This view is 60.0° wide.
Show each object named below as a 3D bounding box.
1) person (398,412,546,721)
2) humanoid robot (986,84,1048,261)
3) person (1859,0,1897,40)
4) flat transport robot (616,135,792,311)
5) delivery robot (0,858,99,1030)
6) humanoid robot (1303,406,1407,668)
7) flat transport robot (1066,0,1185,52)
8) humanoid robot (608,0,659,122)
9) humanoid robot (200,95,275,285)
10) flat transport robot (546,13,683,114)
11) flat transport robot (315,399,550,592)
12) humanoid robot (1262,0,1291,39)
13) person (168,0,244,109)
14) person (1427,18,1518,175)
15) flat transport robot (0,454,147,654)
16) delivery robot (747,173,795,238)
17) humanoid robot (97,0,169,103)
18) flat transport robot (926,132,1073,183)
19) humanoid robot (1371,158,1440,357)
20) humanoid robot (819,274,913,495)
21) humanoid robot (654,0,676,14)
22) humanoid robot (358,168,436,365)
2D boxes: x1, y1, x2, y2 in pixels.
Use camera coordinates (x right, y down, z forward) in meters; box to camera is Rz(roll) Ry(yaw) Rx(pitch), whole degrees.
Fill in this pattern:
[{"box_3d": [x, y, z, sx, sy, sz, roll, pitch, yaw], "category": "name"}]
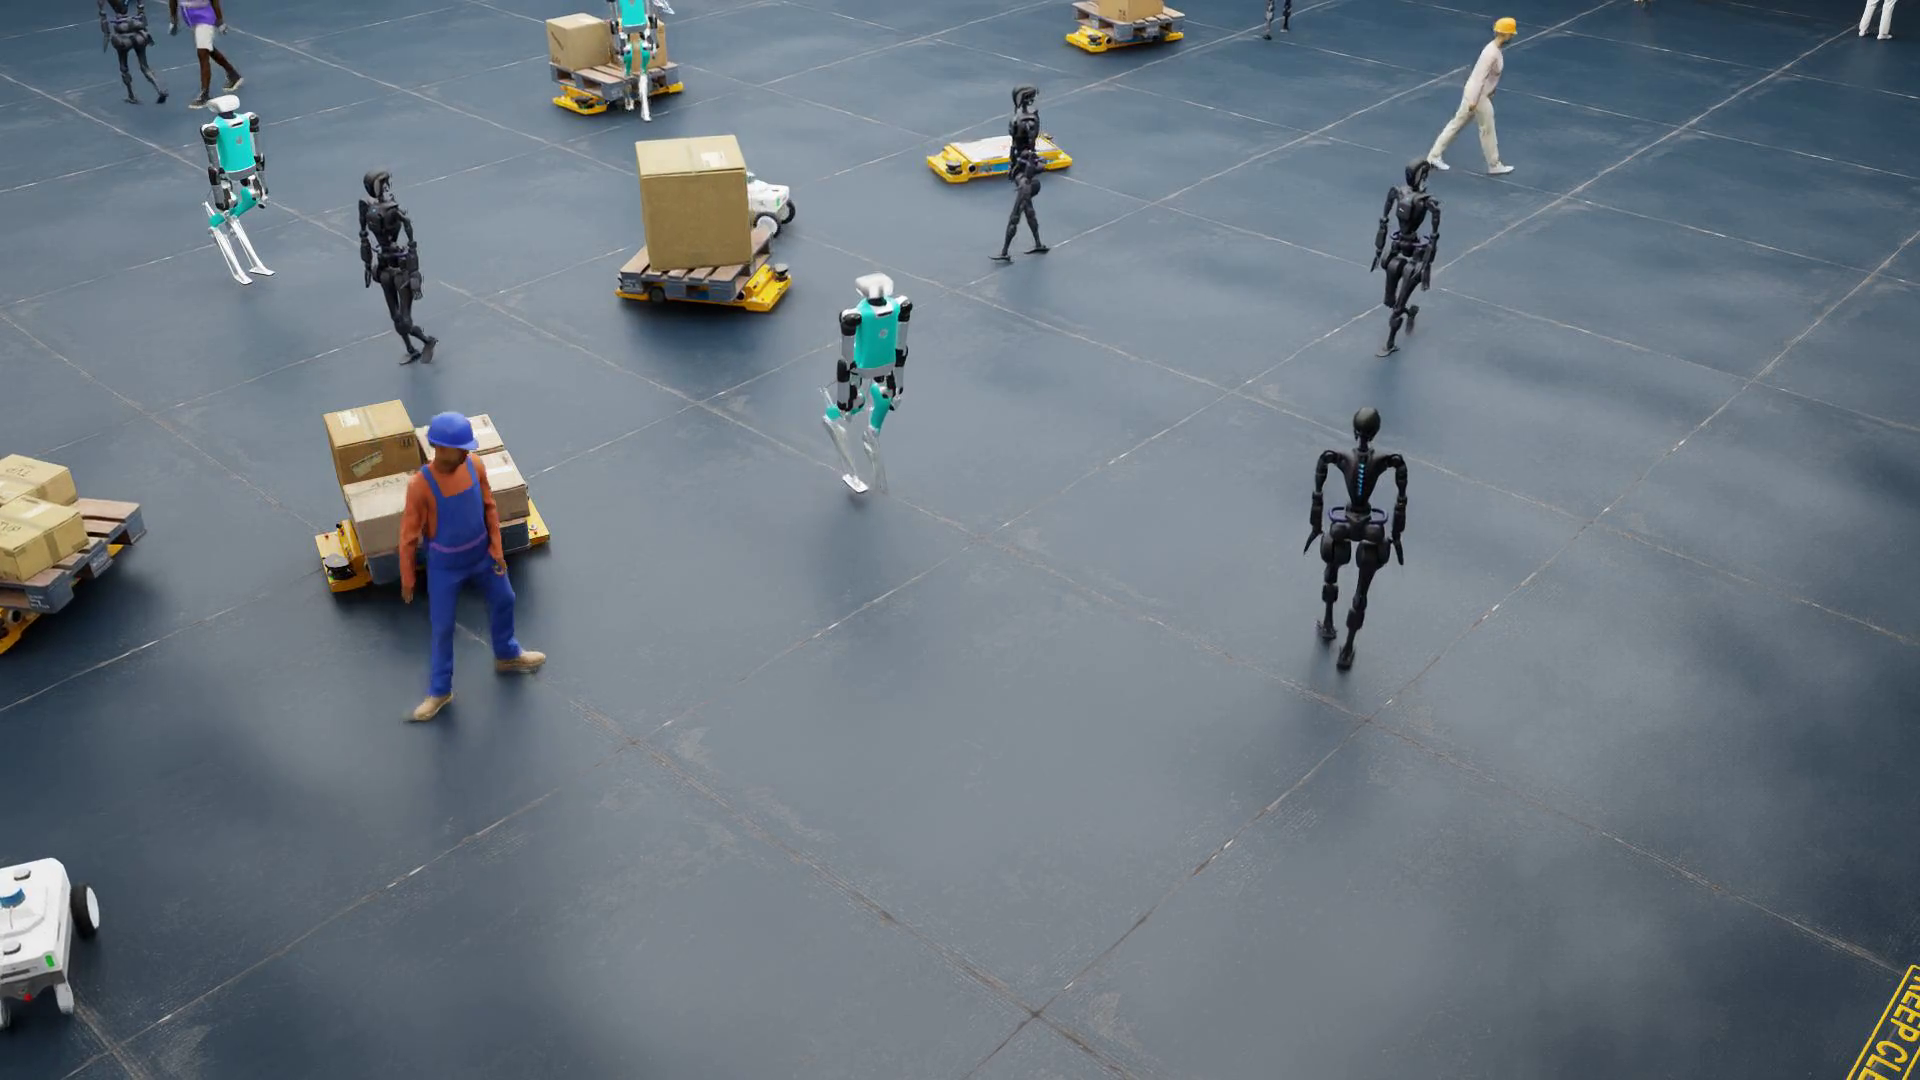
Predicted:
[{"box_3d": [-2.875, 0.145, 9.457, 0.416, 1.827, 0.867, 25, 40, 34], "category": "person"}, {"box_3d": [0.538, -3.374, 15.271, 0.692, 1.637, 0.605, -9, 33, -14], "category": "humanoid robot"}, {"box_3d": [12.174, -7.399, 21.768, 0.309, 1.638, 0.522, -26, 40, -36], "category": "person"}, {"box_3d": [-2.293, -2.303, 14.863, 1.431, 0.231, 0.659, 7, 33, 11], "category": "flat transport robot"}, {"box_3d": [-4.422, 1.862, 7.889, 0.499, 0.599, 0.784, -11, 34, -18], "category": "delivery robot"}, {"box_3d": [2.367, -0.055, 9.913, 0.589, 1.638, 0.570, 6, 32, 9], "category": "humanoid robot"}, {"box_3d": [2.173, -6.681, 21.912, 1.431, 0.231, 0.659, -16, 35, -24], "category": "flat transport robot"}, {"box_3d": [-3.740, -5.656, 18.921, 0.531, 1.819, 0.894, -12, 34, -18], "category": "humanoid robot"}, {"box_3d": [-6.452, -3.114, 14.651, 0.735, 1.677, 0.533, 19, 37, 28], "category": "humanoid robot"}, {"box_3d": [-4.074, -5.359, 19.783, 0.659, 0.231, 1.431, 27, 41, 36], "category": "flat transport robot"}, {"box_3d": [-3.541, -0.020, 11.186, 1.431, 0.231, 0.659, -15, 35, -22], "category": "flat transport robot"}, {"box_3d": [4.242, -7.408, 21.796, 0.599, 1.629, 0.788, 13, 34, 20], "category": "humanoid robot"}, {"box_3d": [-8.887, -6.110, 19.443, 0.603, 1.912, 1.017, 12, 34, 18], "category": "person"}, {"box_3d": [5.385, -4.609, 17.284, 0.910, 1.626, 0.458, 6, 32, 10], "category": "person"}, {"box_3d": [-6.074, 0.240, 10.767, 0.659, 0.231, 1.431, 5, 32, 8], "category": "flat transport robot"}, {"box_3d": [-2.026, -3.264, 16.132, 0.777, 0.587, 0.499, 7, 33, 11], "category": "delivery robot"}, {"box_3d": [-9.677, -5.882, 19.332, 0.633, 1.647, 0.616, 19, 37, 28], "category": "humanoid robot"}, {"box_3d": [0.423, -4.077, 17.719, 1.431, 0.231, 0.659, -12, 34, -19], "category": "flat transport robot"}, {"box_3d": [3.701, -2.341, 13.614, 0.647, 1.636, 0.588, -25, 40, -35], "category": "humanoid robot"}, {"box_3d": [-0.710, -1.033, 11.495, 0.539, 1.851, 0.778, -20, 37, -29], "category": "humanoid robot"}, {"box_3d": [-4.188, -8.147, 22.900, 0.874, 1.771, 0.531, 9, 33, 15], "category": "humanoid robot"}, {"box_3d": [-4.540, -2.178, 13.326, 0.590, 1.644, 0.344, 13, 34, 20], "category": "humanoid robot"}]
